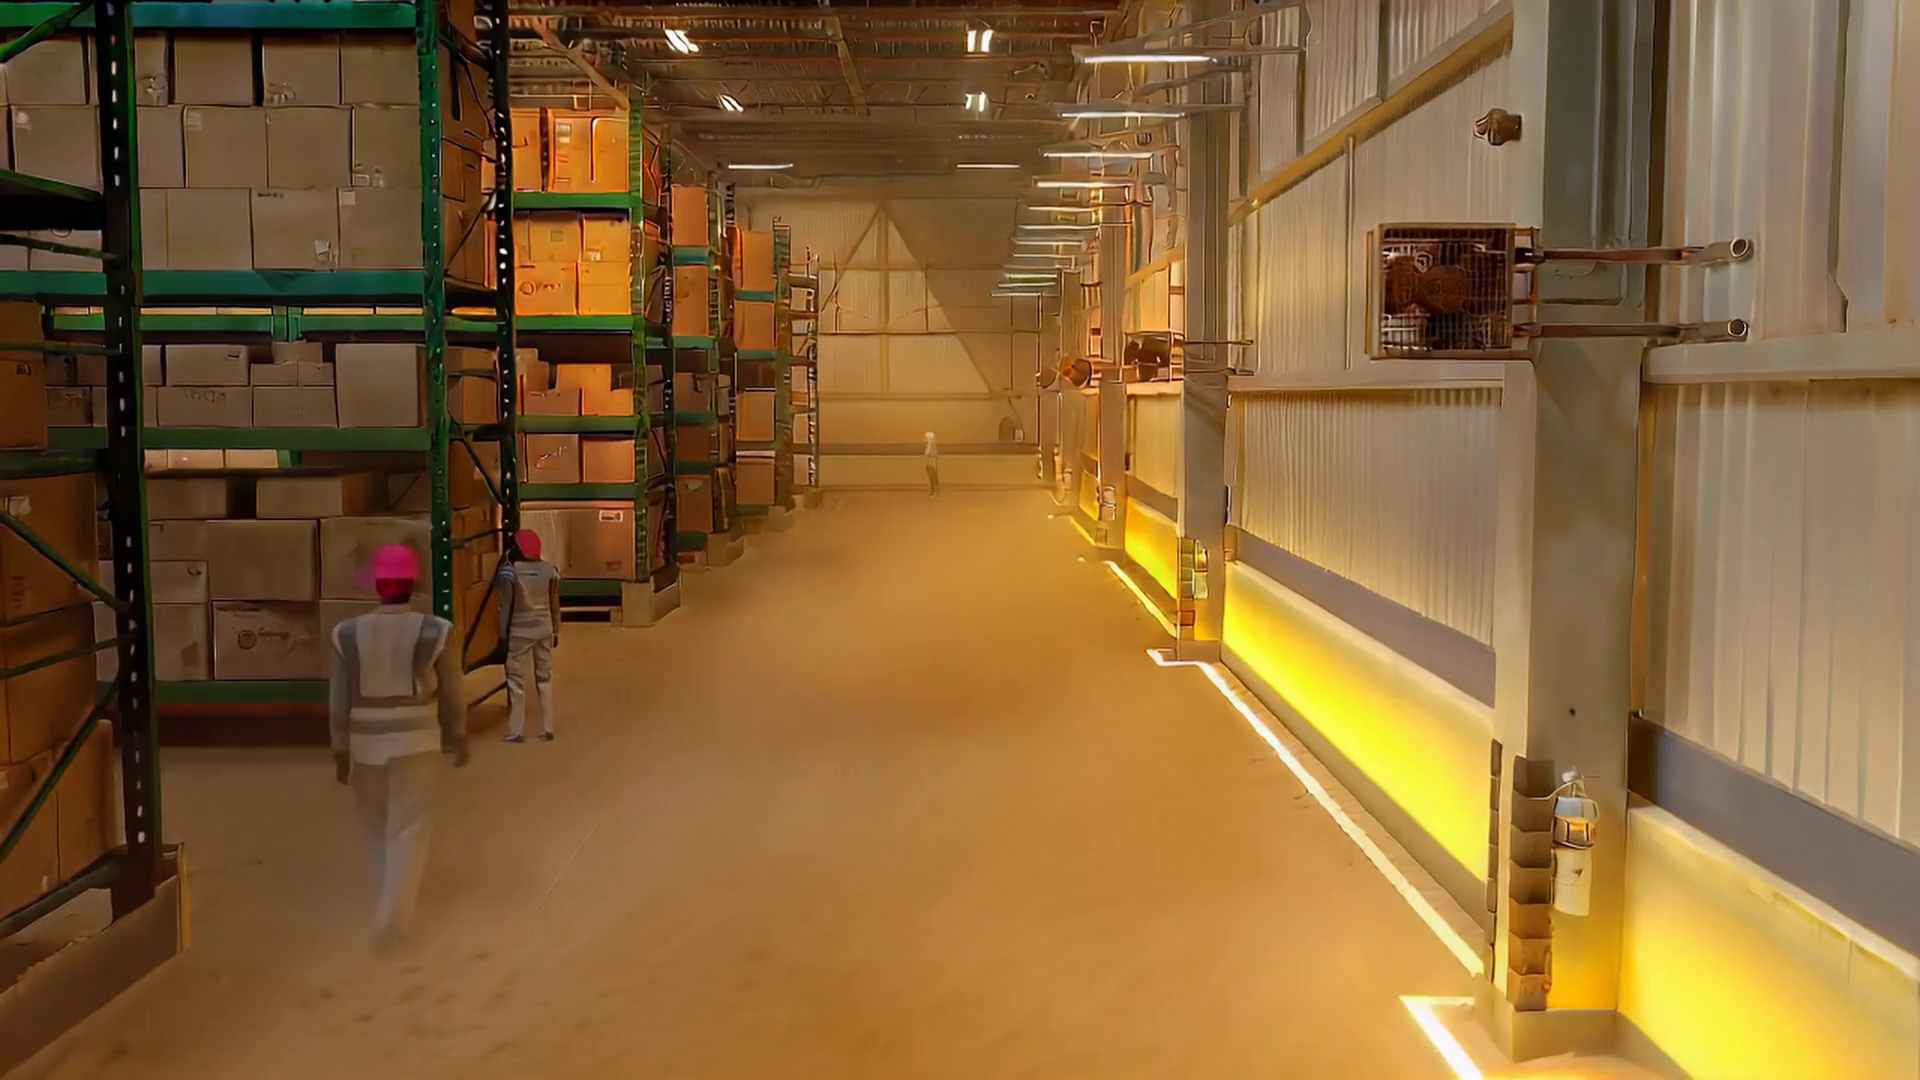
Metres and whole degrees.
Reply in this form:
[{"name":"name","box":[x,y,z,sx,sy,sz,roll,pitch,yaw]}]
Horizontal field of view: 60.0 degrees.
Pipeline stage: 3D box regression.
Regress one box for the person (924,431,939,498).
[{"name":"person","box":[-0.782,-1.974,43.471,0.355,1.744,0.564,-3,6,-32]}]

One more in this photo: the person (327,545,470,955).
[{"name":"person","box":[-2.710,0.975,8.133,0.605,1.901,0.954,0,5,-1]}]

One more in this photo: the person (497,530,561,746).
[{"name":"person","box":[-3.243,0.735,12.553,0.526,1.632,0.312,-5,7,-45]}]
